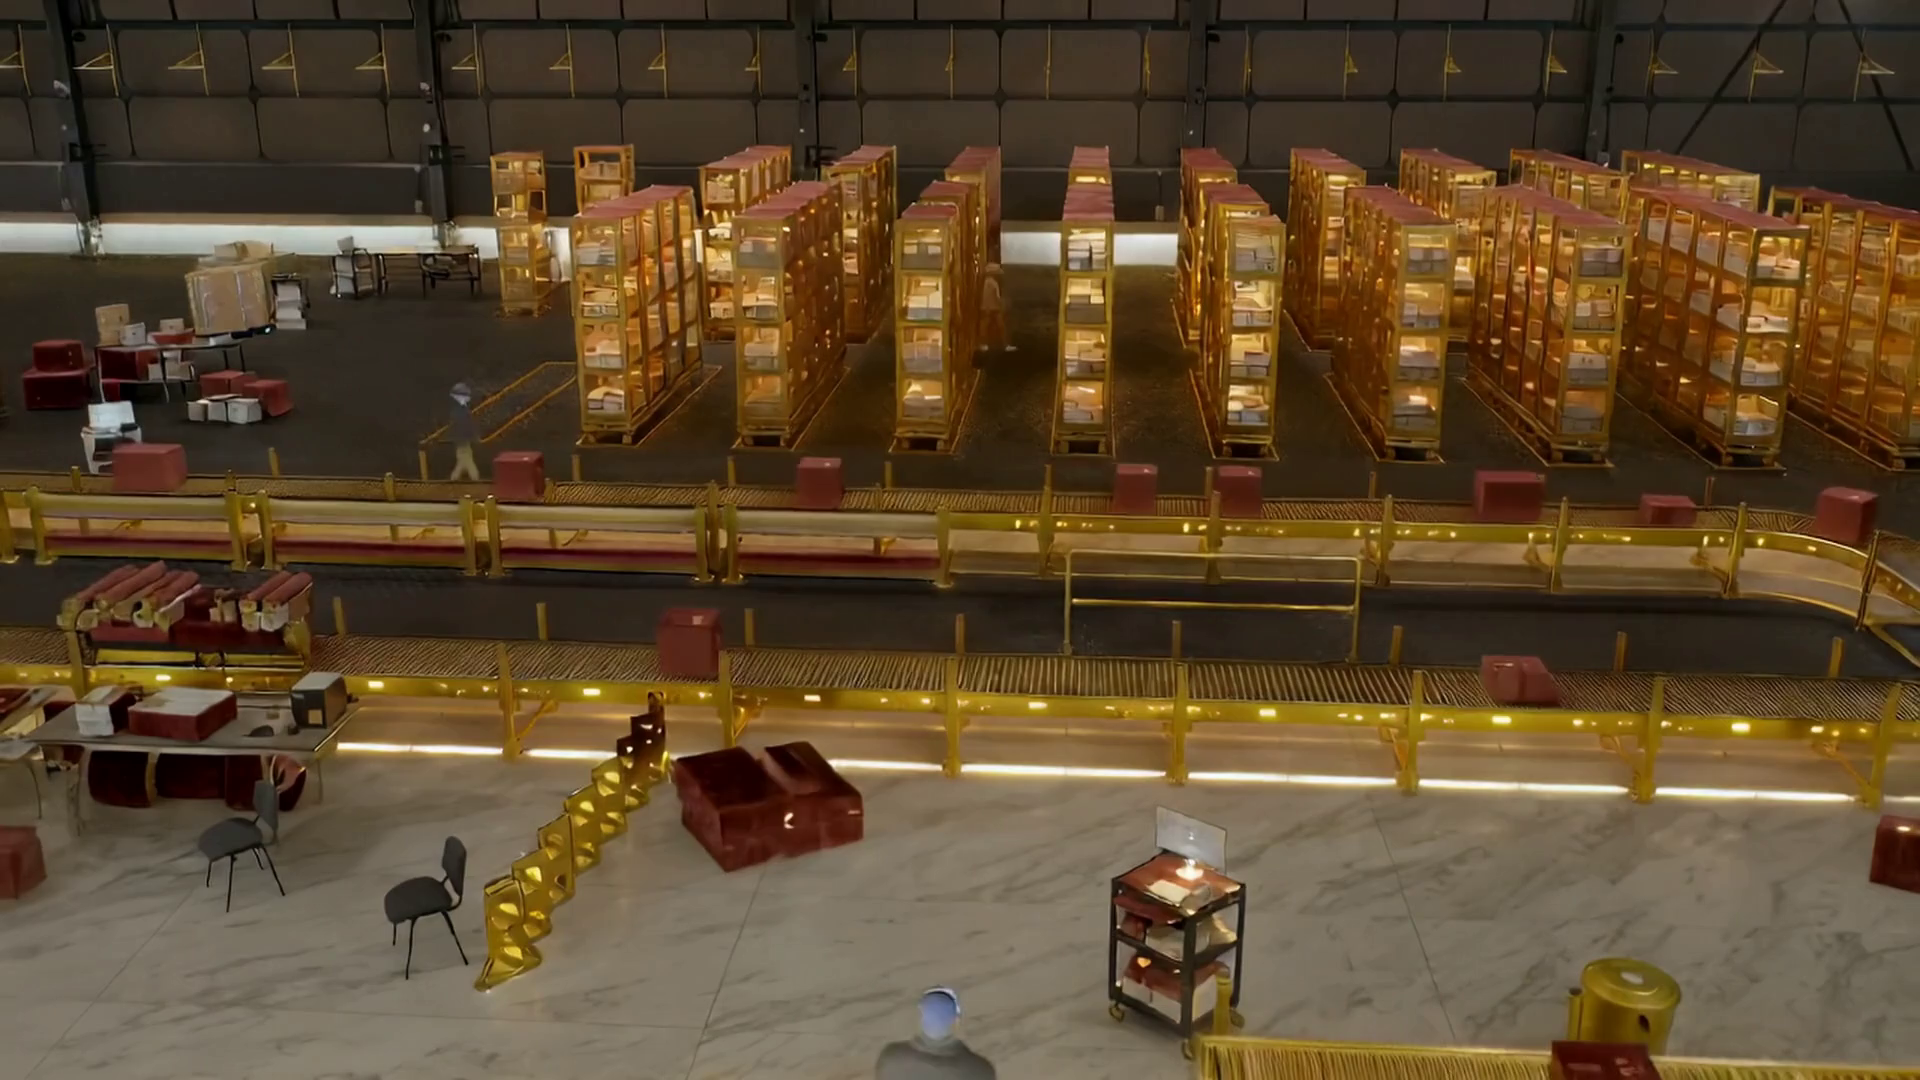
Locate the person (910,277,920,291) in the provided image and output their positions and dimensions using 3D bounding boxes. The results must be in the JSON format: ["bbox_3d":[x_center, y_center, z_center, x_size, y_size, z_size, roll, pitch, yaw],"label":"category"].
[{"bbox_3d":[-0.731,-4.305,31.957,0.390,1.991,0.625,15,23,39],"label":"person"}]

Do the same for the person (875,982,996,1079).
[{"bbox_3d":[-0.076,3.102,8.627,0.673,1.881,0.785,5,18,14],"label":"person"}]

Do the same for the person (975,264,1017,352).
[{"bbox_3d":[0.689,-4.672,33.484,0.960,1.775,0.614,5,18,15],"label":"person"}]

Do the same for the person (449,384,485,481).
[{"bbox_3d":[-6.787,-1.310,22.916,0.918,1.717,0.540,2,18,7],"label":"person"}]
